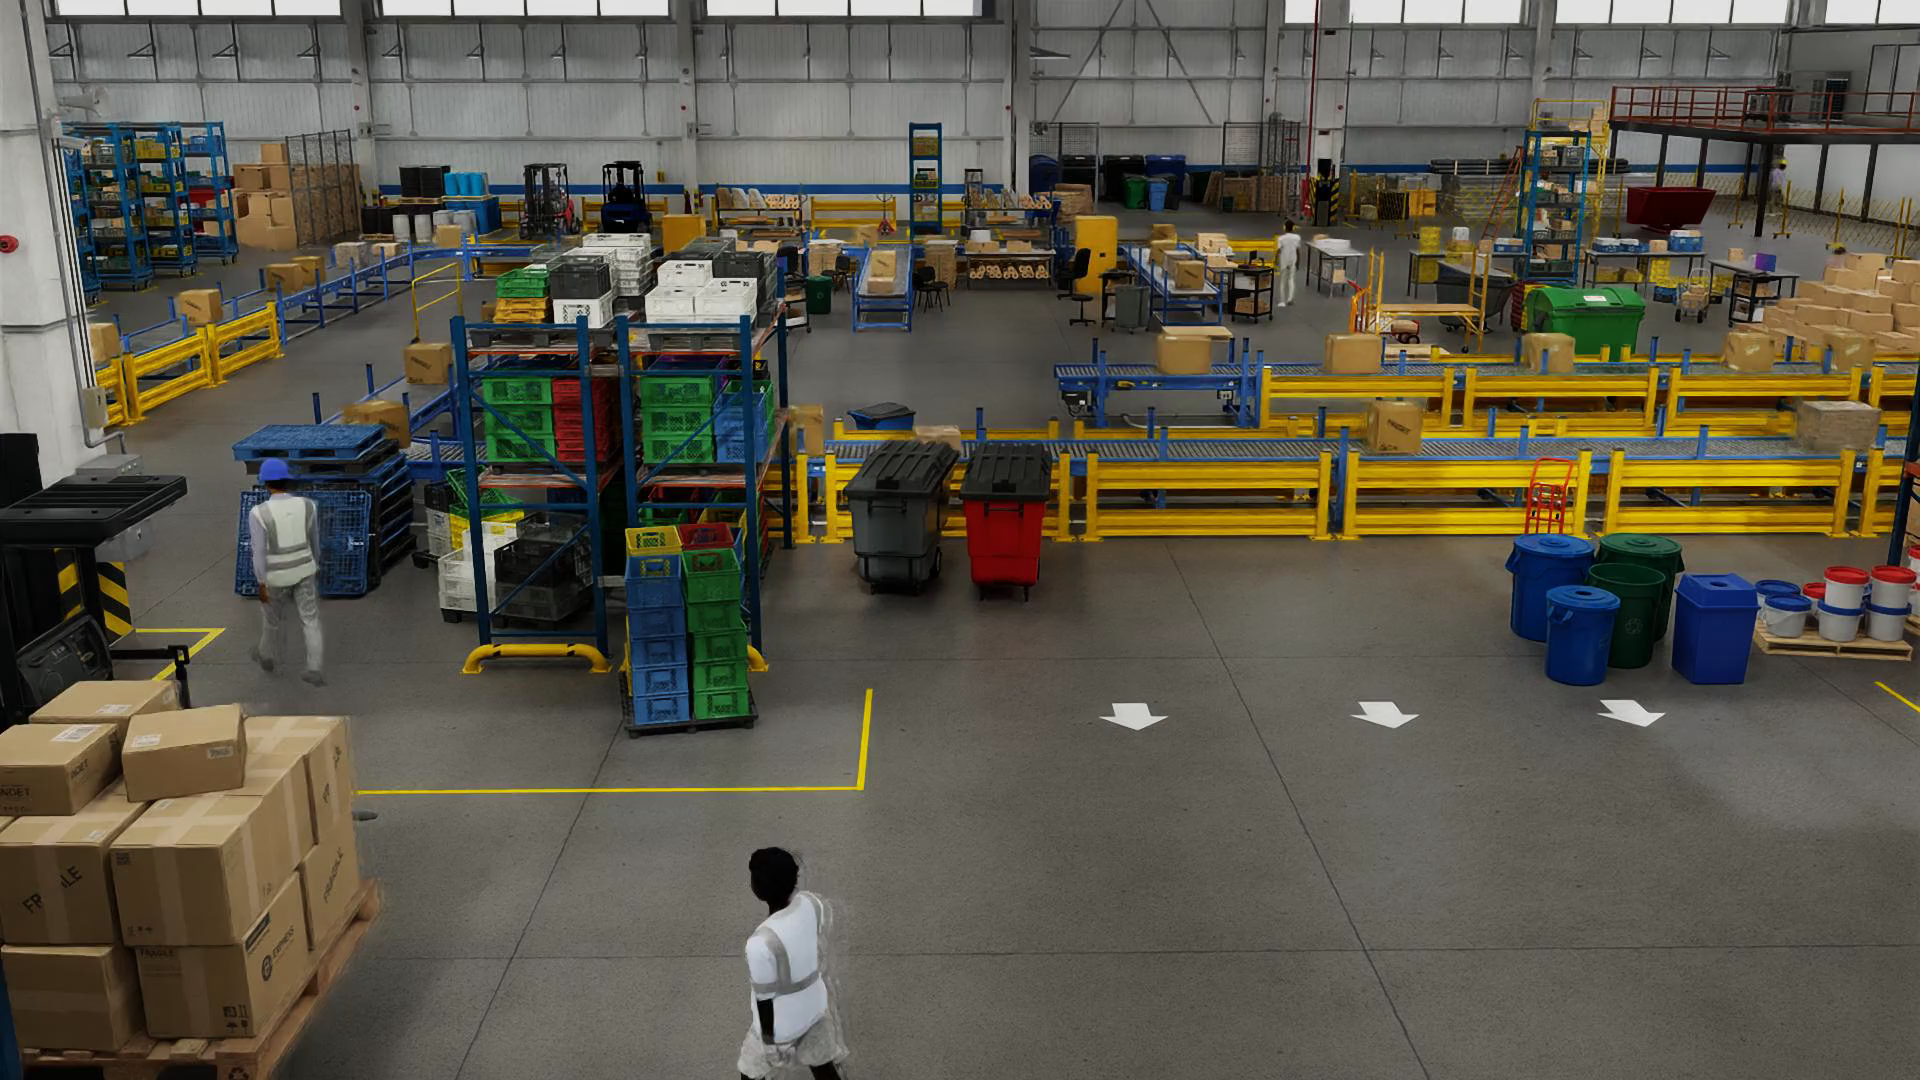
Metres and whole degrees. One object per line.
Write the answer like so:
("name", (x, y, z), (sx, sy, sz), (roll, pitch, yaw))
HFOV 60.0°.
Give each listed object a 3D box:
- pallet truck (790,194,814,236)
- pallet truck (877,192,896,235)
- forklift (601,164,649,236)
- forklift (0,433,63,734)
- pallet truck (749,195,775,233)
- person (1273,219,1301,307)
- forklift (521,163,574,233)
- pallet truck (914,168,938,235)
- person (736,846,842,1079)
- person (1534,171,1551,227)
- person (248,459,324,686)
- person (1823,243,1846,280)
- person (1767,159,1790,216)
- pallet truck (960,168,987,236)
("pallet truck", (-4.814, -9.883, 50.259), (0.704, 1.261, 1.522), (-1, 16, -3))
("pallet truck", (-2.277, -9.986, 50.594), (0.653, 1.274, 1.630), (0, 16, -1))
("forklift", (-9.948, -10.127, 49.296), (1.157, 1.987, 2.680), (-1, 16, -3))
("forklift", (-5.952, 0.780, 10.366), (1.873, 2.768, 1.129), (0, 16, -1))
("pallet truck", (-6.051, -9.967, 50.660), (0.680, 1.201, 1.601), (0, 16, -1))
("person", (6.923, -5.868, 35.305), (0.577, 1.849, 0.406), (-1, 16, -5))
("forklift", (-12.233, -10.122, 49.298), (1.157, 1.987, 2.680), (0, 16, -1))
("pallet truck", (-0.989, -10.316, 50.507), (0.823, 1.965, 1.885), (1, 16, 3))
("person", (-0.765, 2.181, 7.675), (0.877, 1.656, 0.539), (10, 19, 31))
("person", (17.893, -10.405, 51.133), (0.967, 1.815, 0.646), (-2, 16, -8))
("person", (-5.688, 0.242, 13.962), (0.959, 1.900, 0.654), (14, 21, 40))
("person", (16.902, -4.879, 32.139), (0.523, 1.703, 0.976), (15, 22, 42))
("person", (27.729, -11.873, 56.091), (0.600, 1.902, 0.758), (-15, 22, -42))
("pallet truck", (0.383, -10.230, 50.206), (0.823, 1.965, 1.885), (-1, 16, -3))
